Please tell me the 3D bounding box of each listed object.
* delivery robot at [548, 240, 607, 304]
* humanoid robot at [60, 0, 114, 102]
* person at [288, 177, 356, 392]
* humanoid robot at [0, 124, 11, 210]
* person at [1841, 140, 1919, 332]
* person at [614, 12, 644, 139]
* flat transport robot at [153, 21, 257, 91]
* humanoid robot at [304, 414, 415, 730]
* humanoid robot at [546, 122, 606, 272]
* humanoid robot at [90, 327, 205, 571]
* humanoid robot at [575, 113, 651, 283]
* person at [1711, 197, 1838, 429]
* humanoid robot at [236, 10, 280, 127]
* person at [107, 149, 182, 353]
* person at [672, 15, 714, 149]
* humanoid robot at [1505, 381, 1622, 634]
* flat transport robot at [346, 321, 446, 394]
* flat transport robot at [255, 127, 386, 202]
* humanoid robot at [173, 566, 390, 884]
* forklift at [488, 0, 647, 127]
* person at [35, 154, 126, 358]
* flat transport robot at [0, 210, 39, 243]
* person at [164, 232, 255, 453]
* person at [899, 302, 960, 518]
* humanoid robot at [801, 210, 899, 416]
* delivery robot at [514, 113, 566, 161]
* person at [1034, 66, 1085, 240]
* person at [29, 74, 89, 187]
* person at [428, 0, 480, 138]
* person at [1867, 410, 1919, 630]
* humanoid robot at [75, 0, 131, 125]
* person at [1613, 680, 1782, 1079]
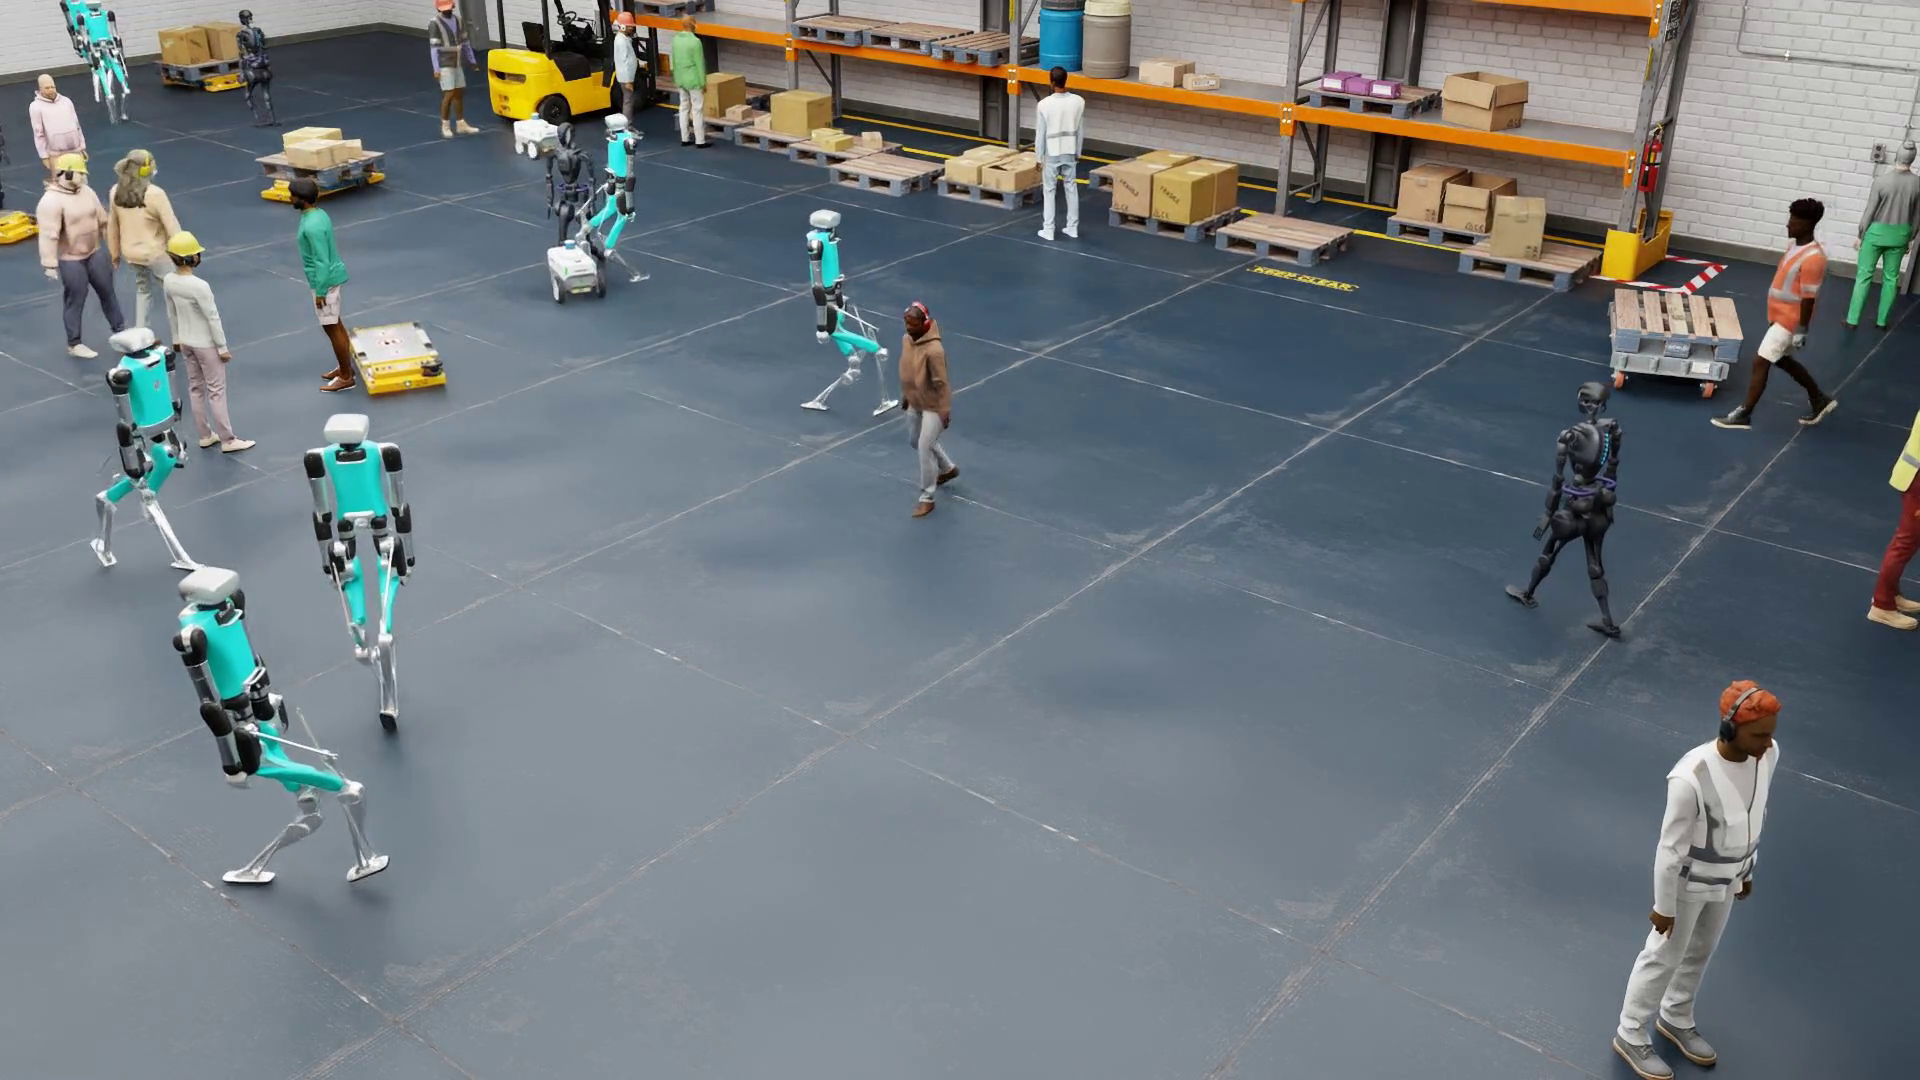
[{"bbox_3d":[-3.936,-2.738,16.921,0.499,0.603,0.803,-12,28,-24],"label":"delivery robot"},{"bbox_3d":[-13.417,-7.663,25.765,0.544,1.806,0.666,-3,26,-6],"label":"humanoid robot"},{"bbox_3d":[-5.459,-2.199,14.309,0.380,1.848,0.505,-6,26,-13],"label":"person"},{"bbox_3d":[-11.462,-4.595,19.475,0.601,1.647,0.451,-6,26,-12],"label":"humanoid robot"},{"bbox_3d":[8.751,-2.874,15.716,0.526,1.839,0.328,5,26,10],"label":"person"},{"bbox_3d":[-4.667,-6.536,23.416,0.347,1.739,0.571,-5,26,-10],"label":"person"},{"bbox_3d":[-12.299,-7.532,27.170,1.431,0.231,0.659,16,30,30],"label":"flat transport robot"},{"bbox_3d":[-3.366,0.250,9.406,0.532,1.775,0.985,-6,26,-12],"label":"humanoid robot"},{"bbox_3d":[-3.996,-3.519,17.278,0.609,1.648,0.673,8,27,16],"label":"humanoid robot"},{"bbox_3d":[-5.619,-0.589,11.128,0.949,1.780,0.545,8,27,16],"label":"humanoid robot"},{"bbox_3d":[-3.634,-3.429,17.006,0.889,1.778,0.575,-17,31,-32],"label":"humanoid robot"},{"bbox_3d":[6.741,-1.798,13.388,0.895,1.937,0.605,6,26,12],"label":"person"},{"bbox_3d":[-10.219,-6.838,24.116,0.462,1.643,0.589,9,27,18],"label":"humanoid robot"},{"bbox_3d":[-7.387,-2.619,15.174,0.618,1.854,0.440,9,27,17],"label":"person"},{"bbox_3d":[-3.693,-6.294,22.864,0.550,1.780,0.384,18,31,32],"label":"person"},{"bbox_3d":[3.913,-0.226,10.481,0.613,1.618,0.810,-14,29,-26],"label":"humanoid robot"},{"bbox_3d":[-5.110,-1.662,15.012,0.659,0.231,1.431,-12,28,-23],"label":"flat transport robot"},{"bbox_3d":[-7.996,-4.503,20.895,0.659,0.231,1.431,12,28,24],"label":"flat transport robot"},{"bbox_3d":[-3.157,0.954,7.971,1.030,1.768,0.536,0,26,1],"label":"humanoid robot"},{"bbox_3d":[-5.874,-7.334,24.552,1.214,2.155,2.313,19,32,34],"label":"forklift"},{"bbox_3d":[-8.022,-2.575,15.104,0.526,1.835,0.815,9,27,19],"label":"person"},{"bbox_3d":[-11.291,-3.587,18.998,1.431,0.231,0.659,4,26,8],"label":"flat transport robot"},{"bbox_3d":[-5.937,-1.543,13.044,0.521,1.768,0.310,14,29,26],"label":"person"},{"bbox_3d":[-0.176,-0.990,12.062,0.589,1.625,0.492,-19,32,-34],"label":"person"},{"bbox_3d":[-0.846,-1.823,13.719,1.034,1.774,0.539,5,26,10],"label":"humanoid robot"},{"bbox_3d":[-5.738,-5.493,22.610,0.499,0.589,0.784,-23,34,-39],"label":"delivery robot"},{"bbox_3d":[1.113,-4.321,18.640,0.594,1.910,0.385,-10,27,-19],"label":"person"},{"bbox_3d":[-10.252,-4.415,18.987,0.415,1.774,0.536,19,32,34],"label":"person"},{"bbox_3d":[-7.146,-6.724,23.499,0.451,2.021,0.810,10,28,20],"label":"person"},{"bbox_3d":[6.054,-0.306,10.482,0.364,1.765,0.467,14,29,27],"label":"person"},{"bbox_3d":[-12.409,-6.901,24.309,0.544,1.903,0.704,-20,32,-35],"label":"humanoid robot"},{"bbox_3d":[3.048,1.397,6.835,0.565,1.878,0.352,-15,29,-28],"label":"person"}]
